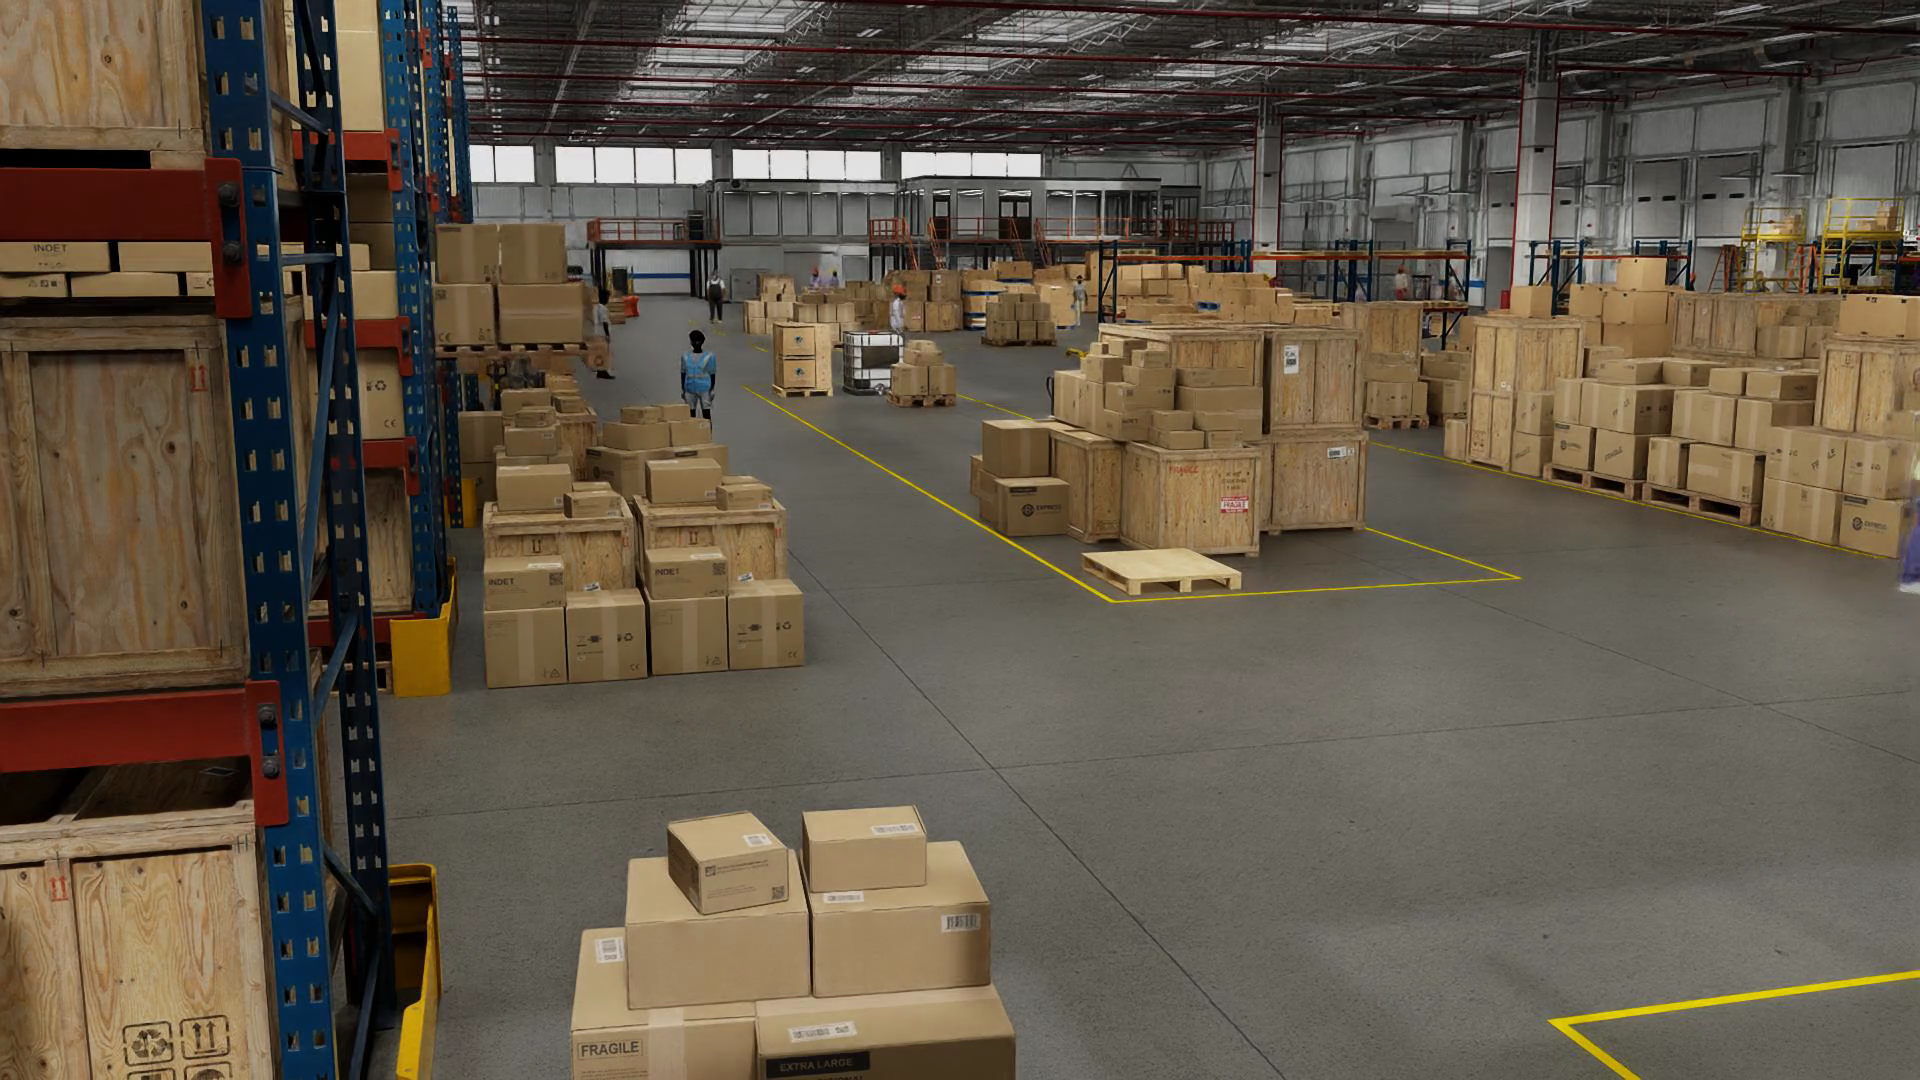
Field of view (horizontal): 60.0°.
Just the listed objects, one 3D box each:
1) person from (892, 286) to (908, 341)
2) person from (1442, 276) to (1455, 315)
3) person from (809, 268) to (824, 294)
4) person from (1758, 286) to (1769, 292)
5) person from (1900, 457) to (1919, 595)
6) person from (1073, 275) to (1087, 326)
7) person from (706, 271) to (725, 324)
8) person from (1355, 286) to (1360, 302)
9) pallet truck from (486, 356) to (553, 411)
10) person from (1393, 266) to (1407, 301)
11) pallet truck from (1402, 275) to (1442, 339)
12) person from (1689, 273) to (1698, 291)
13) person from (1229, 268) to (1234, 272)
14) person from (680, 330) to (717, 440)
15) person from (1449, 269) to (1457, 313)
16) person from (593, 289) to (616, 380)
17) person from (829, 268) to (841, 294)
[{"bbox_3d":[-1.442,-5.324,41.142,0.693,1.886,0.597,3,11,17],"label":"person"},{"bbox_3d":[18.581,-9.197,63.428,0.526,1.757,0.536,-4,11,-21],"label":"person"},{"bbox_3d":[-5.912,-10.182,68.372,0.623,1.996,1.077,5,11,26],"label":"person"},{"bbox_3d":[18.928,-5.038,39.373,0.372,1.939,0.631,5,11,25],"label":"person"},{"bbox_3d":[8.095,-0.443,13.478,0.609,1.889,0.822,-6,11,-29],"label":"person"},{"bbox_3d":[4.345,-8.701,60.358,0.540,1.854,0.521,-1,10,-5],"label":"person"},{"bbox_3d":[-9.074,-9.054,61.817,0.679,2.000,1.052,-1,10,-3],"label":"person"},{"bbox_3d":[11.525,-6.586,48.545,0.543,1.802,0.745,1,10,6],"label":"person"},{"bbox_3d":[-6.242,-2.418,24.362,0.823,1.965,1.885,1,10,3],"label":"pallet truck"},{"bbox_3d":[19.724,-11.319,74.812,0.670,1.975,0.651,-8,13,-39],"label":"person"},{"bbox_3d":[14.620,-7.324,52.145,0.823,1.965,1.885,8,13,40],"label":"pallet truck"},{"bbox_3d":[23.966,-7.762,54.629,0.386,1.992,0.625,1,10,6],"label":"person"},{"bbox_3d":[12.742,-11.977,78.813,0.729,1.908,0.496,-7,12,-36],"label":"person"},{"bbox_3d":[-3.695,-2.109,23.465,0.532,1.697,0.319,1,10,8],"label":"person"},{"bbox_3d":[21.198,-10.772,71.976,0.554,1.881,0.996,0,10,-1],"label":"person"},{"bbox_3d":[-7.692,-4.428,35.858,0.381,1.958,0.603,-7,12,-33],"label":"person"},{"bbox_3d":[-5.408,-10.892,72.622,0.674,1.904,0.591,7,12,33],"label":"person"}]
